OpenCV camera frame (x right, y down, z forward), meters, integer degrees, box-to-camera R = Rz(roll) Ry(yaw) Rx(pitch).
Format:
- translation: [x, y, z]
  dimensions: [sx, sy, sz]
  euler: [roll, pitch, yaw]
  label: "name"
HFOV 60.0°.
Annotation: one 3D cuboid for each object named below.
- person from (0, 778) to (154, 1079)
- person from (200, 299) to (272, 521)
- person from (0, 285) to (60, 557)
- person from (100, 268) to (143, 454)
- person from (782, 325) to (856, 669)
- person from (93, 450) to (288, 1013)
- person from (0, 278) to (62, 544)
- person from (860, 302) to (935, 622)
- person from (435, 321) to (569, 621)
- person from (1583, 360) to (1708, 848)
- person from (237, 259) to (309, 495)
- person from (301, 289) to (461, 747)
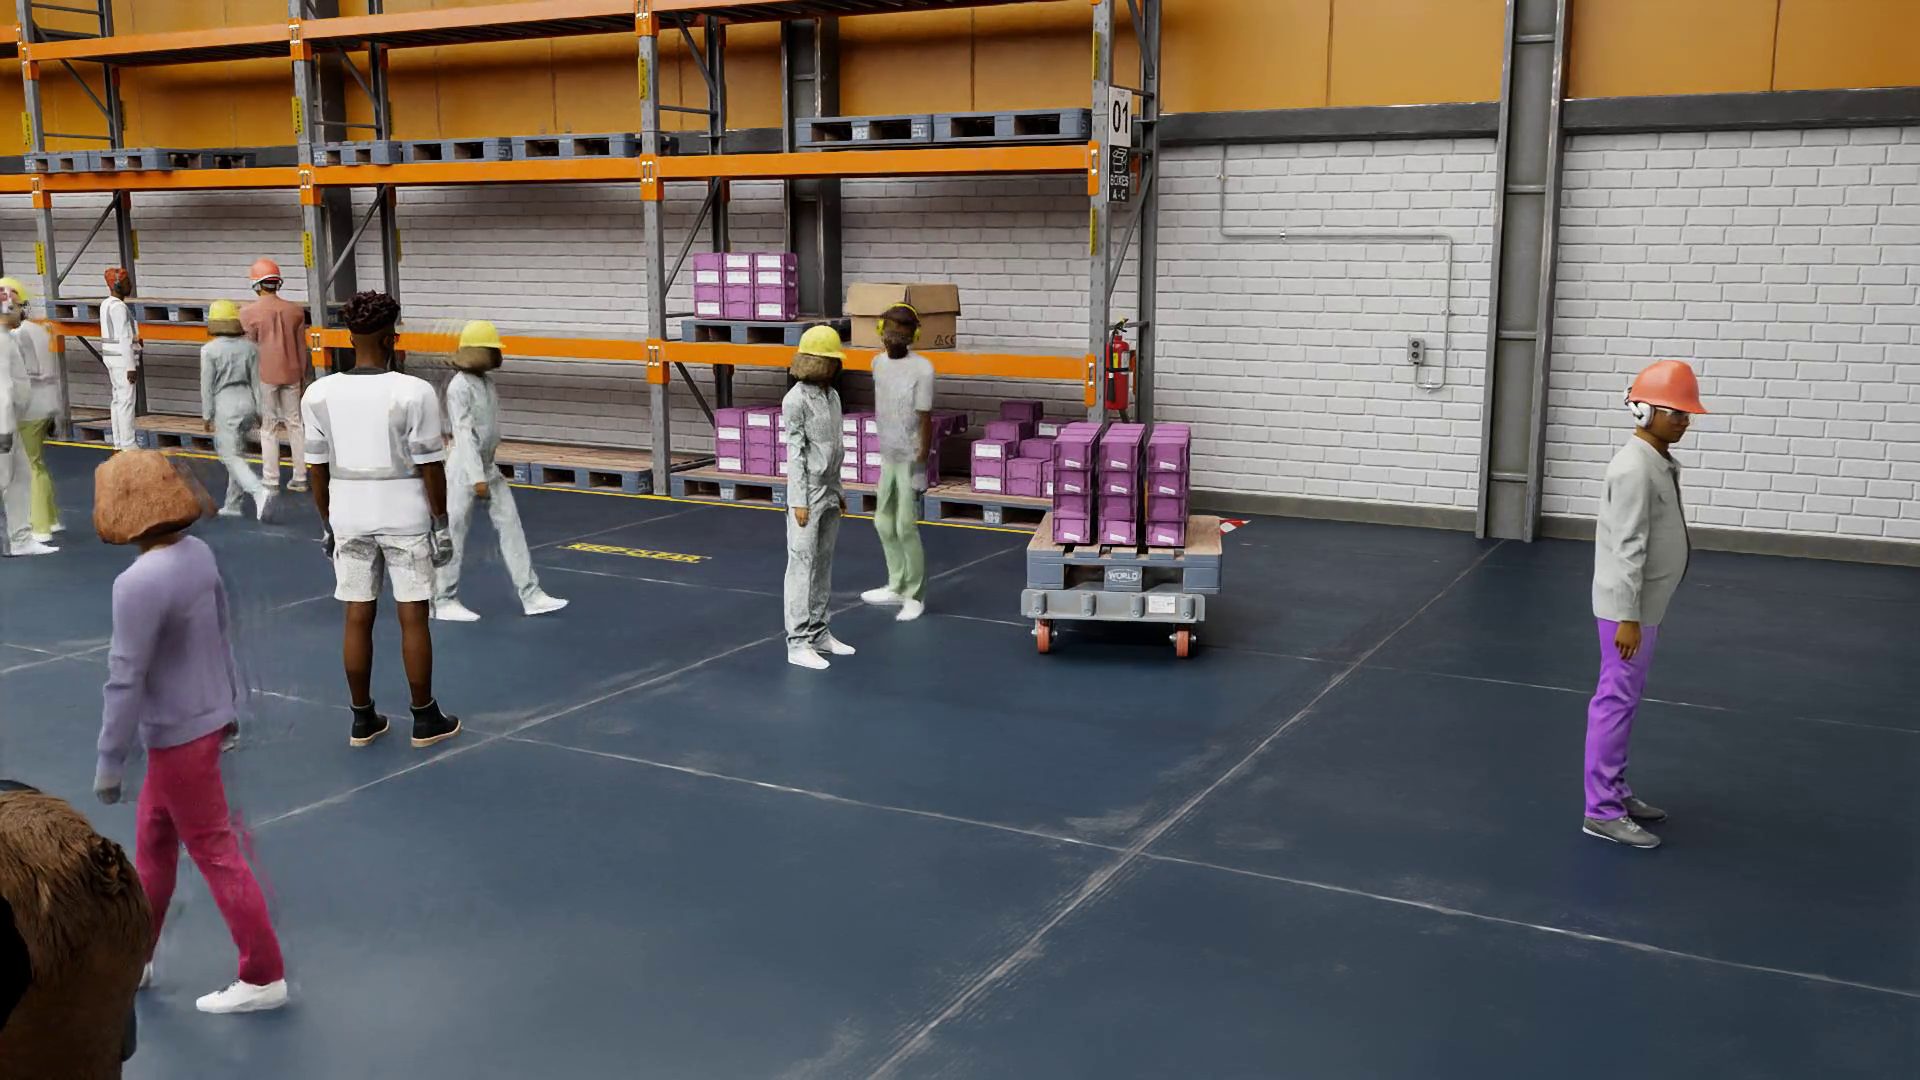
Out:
- translation: [-0.610, 1.060, 1.218]
  dimensions: [0.328, 1.839, 0.504]
  euler: [3, 11, 18]
  label: "person"
- translation: [-5.566, -0.994, 12.815]
  dimensions: [0.771, 1.718, 0.494]
  euler: [6, 12, 31]
  label: "person"
- translation: [-6.659, -0.781, 11.282]
  dimensions: [0.734, 1.862, 0.740]
  euler: [-7, 13, -35]
  label: "person"
- translation: [-8.198, -1.715, 16.306]
  dimensions: [0.344, 1.882, 0.584]
  euler: [-8, 13, -39]
  label: "person"
- translation: [-0.719, -0.226, 8.533]
  dimensions: [0.301, 1.742, 0.484]
  euler: [4, 11, 22]
  label: "person"
- translation: [-2.277, 0.551, 4.641]
  dimensions: [0.769, 1.602, 0.537]
  euler: [-1, 10, -4]
  label: "person"
- translation: [-6.724, -0.913, 11.892]
  dimensions: [0.491, 1.895, 0.597]
  euler: [-2, 11, -12]
  label: "person"
- translation: [-0.343, -0.445, 9.498]
  dimensions: [0.463, 1.829, 0.621]
  euler: [-9, 14, -40]
  label: "person"
- translation: [-2.646, -0.370, 9.395]
  dimensions: [0.822, 1.709, 0.498]
  euler: [2, 11, 13]
  label: "person"
- translation: [2.491, 0.219, 6.065]
  dimensions: [0.339, 1.748, 0.564]
  euler: [6, 12, 29]
  label: "person"
- translation: [-5.831, -1.376, 14.144]
  dimensions: [0.376, 1.995, 0.612]
  euler: [7, 13, 35]
  label: "person"
- translation: [-2.466, -0.080, 7.117]
  dimensions: [0.604, 1.966, 0.367]
  euler: [1, 10, 5]
  label: "person"
